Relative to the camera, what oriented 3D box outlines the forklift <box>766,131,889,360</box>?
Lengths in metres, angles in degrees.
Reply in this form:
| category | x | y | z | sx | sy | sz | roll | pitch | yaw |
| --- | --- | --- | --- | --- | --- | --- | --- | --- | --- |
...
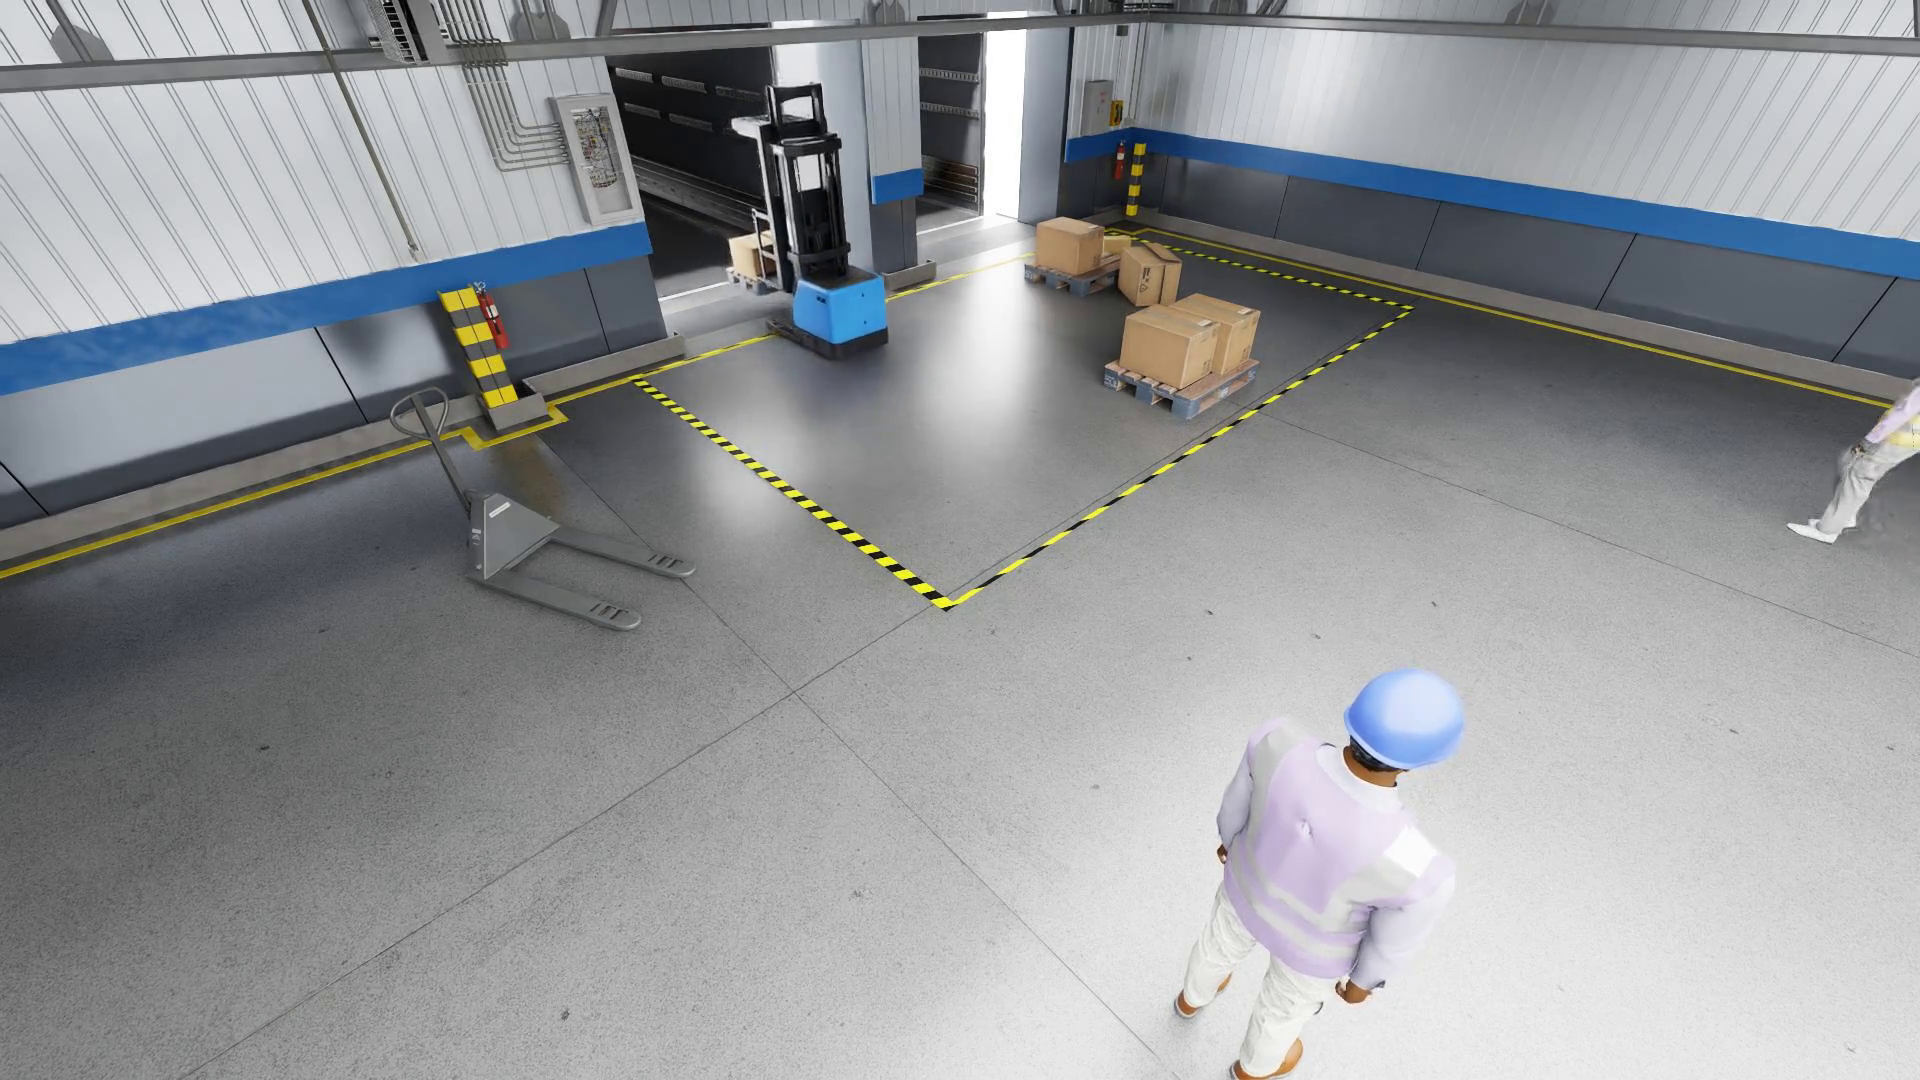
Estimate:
| category | x | y | z | sx | sy | sz | roll | pitch | yaw |
| --- | --- | --- | --- | --- | --- | --- | --- | --- | --- |
| forklift | -1.317 | -2.952 | 7.436 | 0.716 | 2.013 | 0.776 | -30 | 47 | -33 |

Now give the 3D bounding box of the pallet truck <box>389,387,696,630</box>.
| category | x | y | z | sx | sy | sz | roll | pitch | yaw |
| --- | --- | --- | --- | --- | --- | --- | --- | --- | --- |
| pallet truck | -2.613 | -0.247 | 4.593 | 1.601 | 1.201 | 0.680 | 14 | 40 | 17 |

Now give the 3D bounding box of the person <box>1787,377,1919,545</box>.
| category | x | y | z | sx | sy | sz | roll | pitch | yaw |
| --- | --- | --- | --- | --- | --- | --- | --- | --- | --- |
| person | 6.156 | -0.683 | 4.828 | 0.531 | 1.622 | 0.376 | -15 | 40 | -18 |

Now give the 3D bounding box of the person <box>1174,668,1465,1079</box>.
| category | x | y | z | sx | sy | sz | roll | pitch | yaw |
| --- | --- | --- | --- | --- | --- | --- | --- | --- | --- |
| person | 1.038 | 1.106 | 2.262 | 0.404 | 1.946 | 0.605 | -19 | 42 | -23 |
